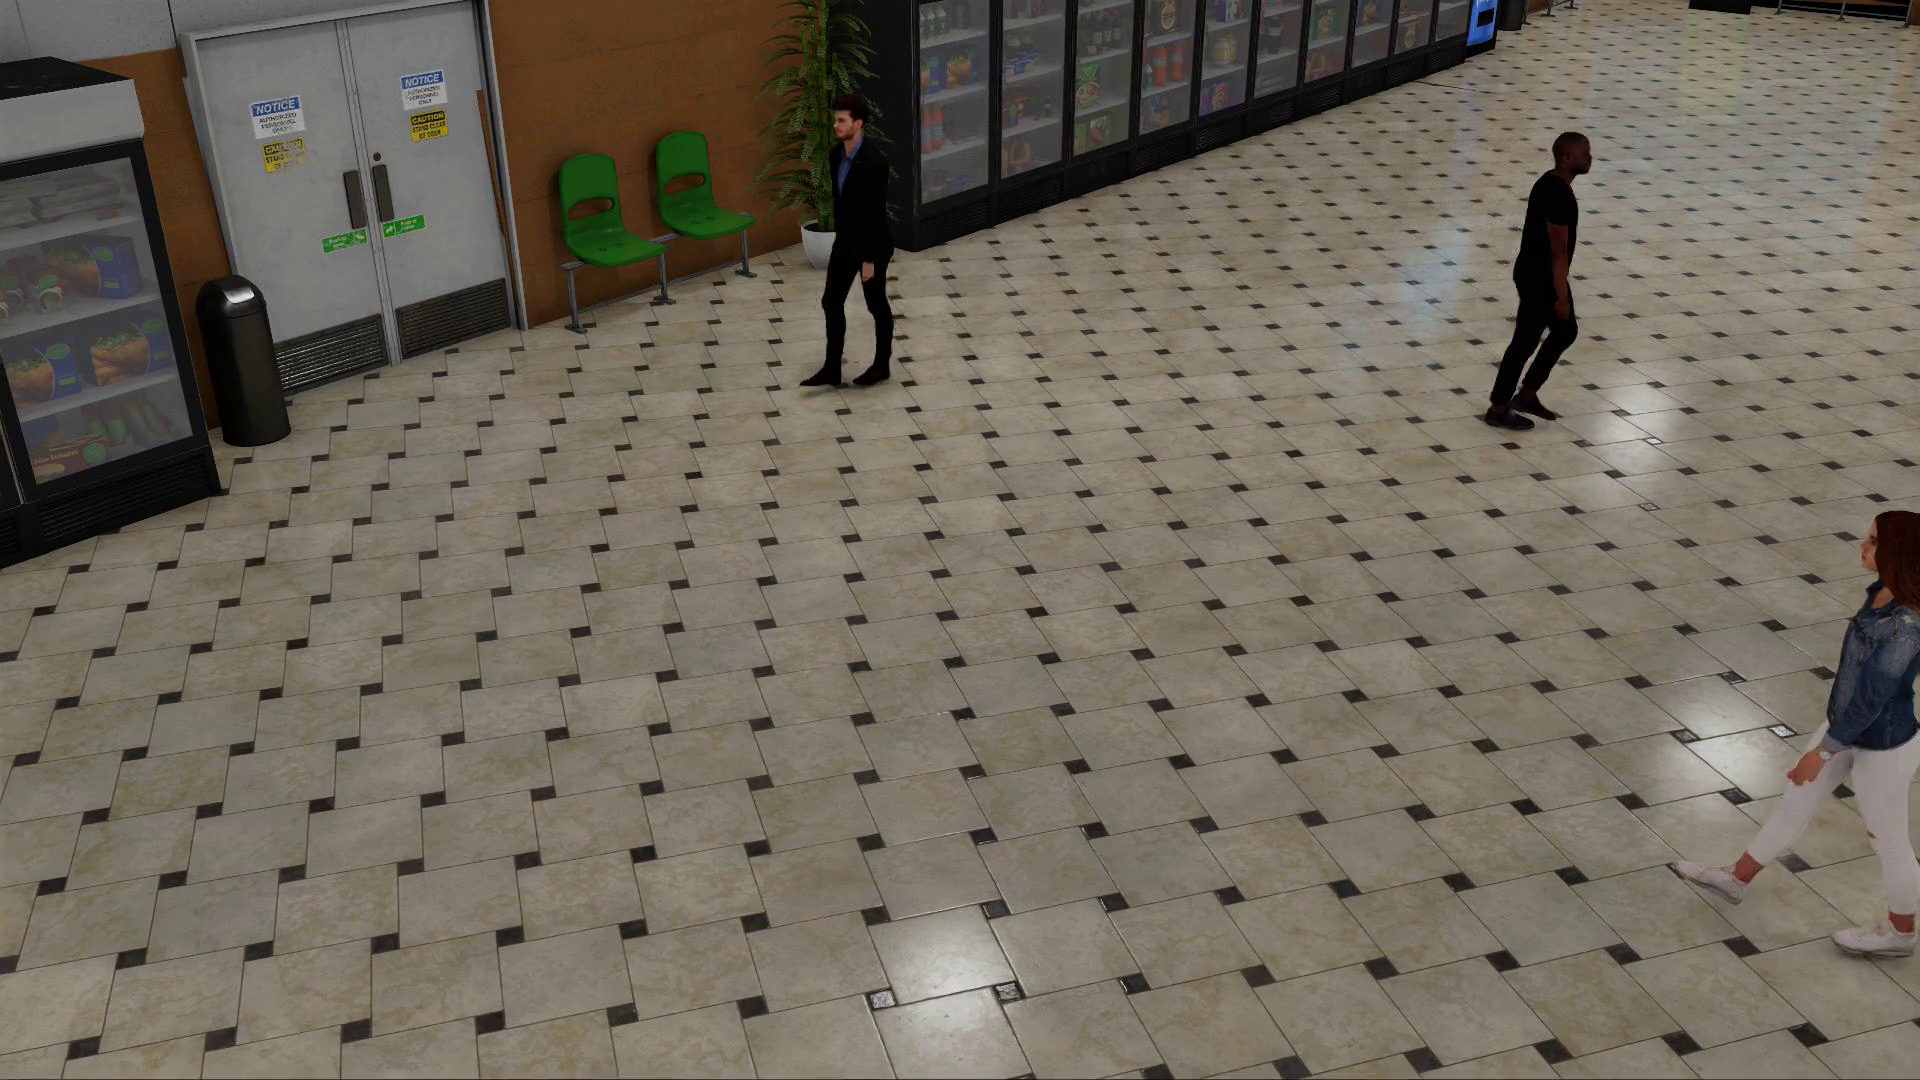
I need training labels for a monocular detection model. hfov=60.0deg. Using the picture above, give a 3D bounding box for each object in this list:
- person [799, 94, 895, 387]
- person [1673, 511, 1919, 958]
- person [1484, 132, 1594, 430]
[{"bbox_3d":[-0.559,-1.874,10.488,0.842,1.871,0.863,-23,35,-38],"label":"person"},{"bbox_3d":[3.177,0.712,5.620,1.133,1.662,0.924,6,27,11],"label":"person"},{"bbox_3d":[3.349,-1.512,9.848,0.789,1.805,0.769,10,29,20],"label":"person"}]
